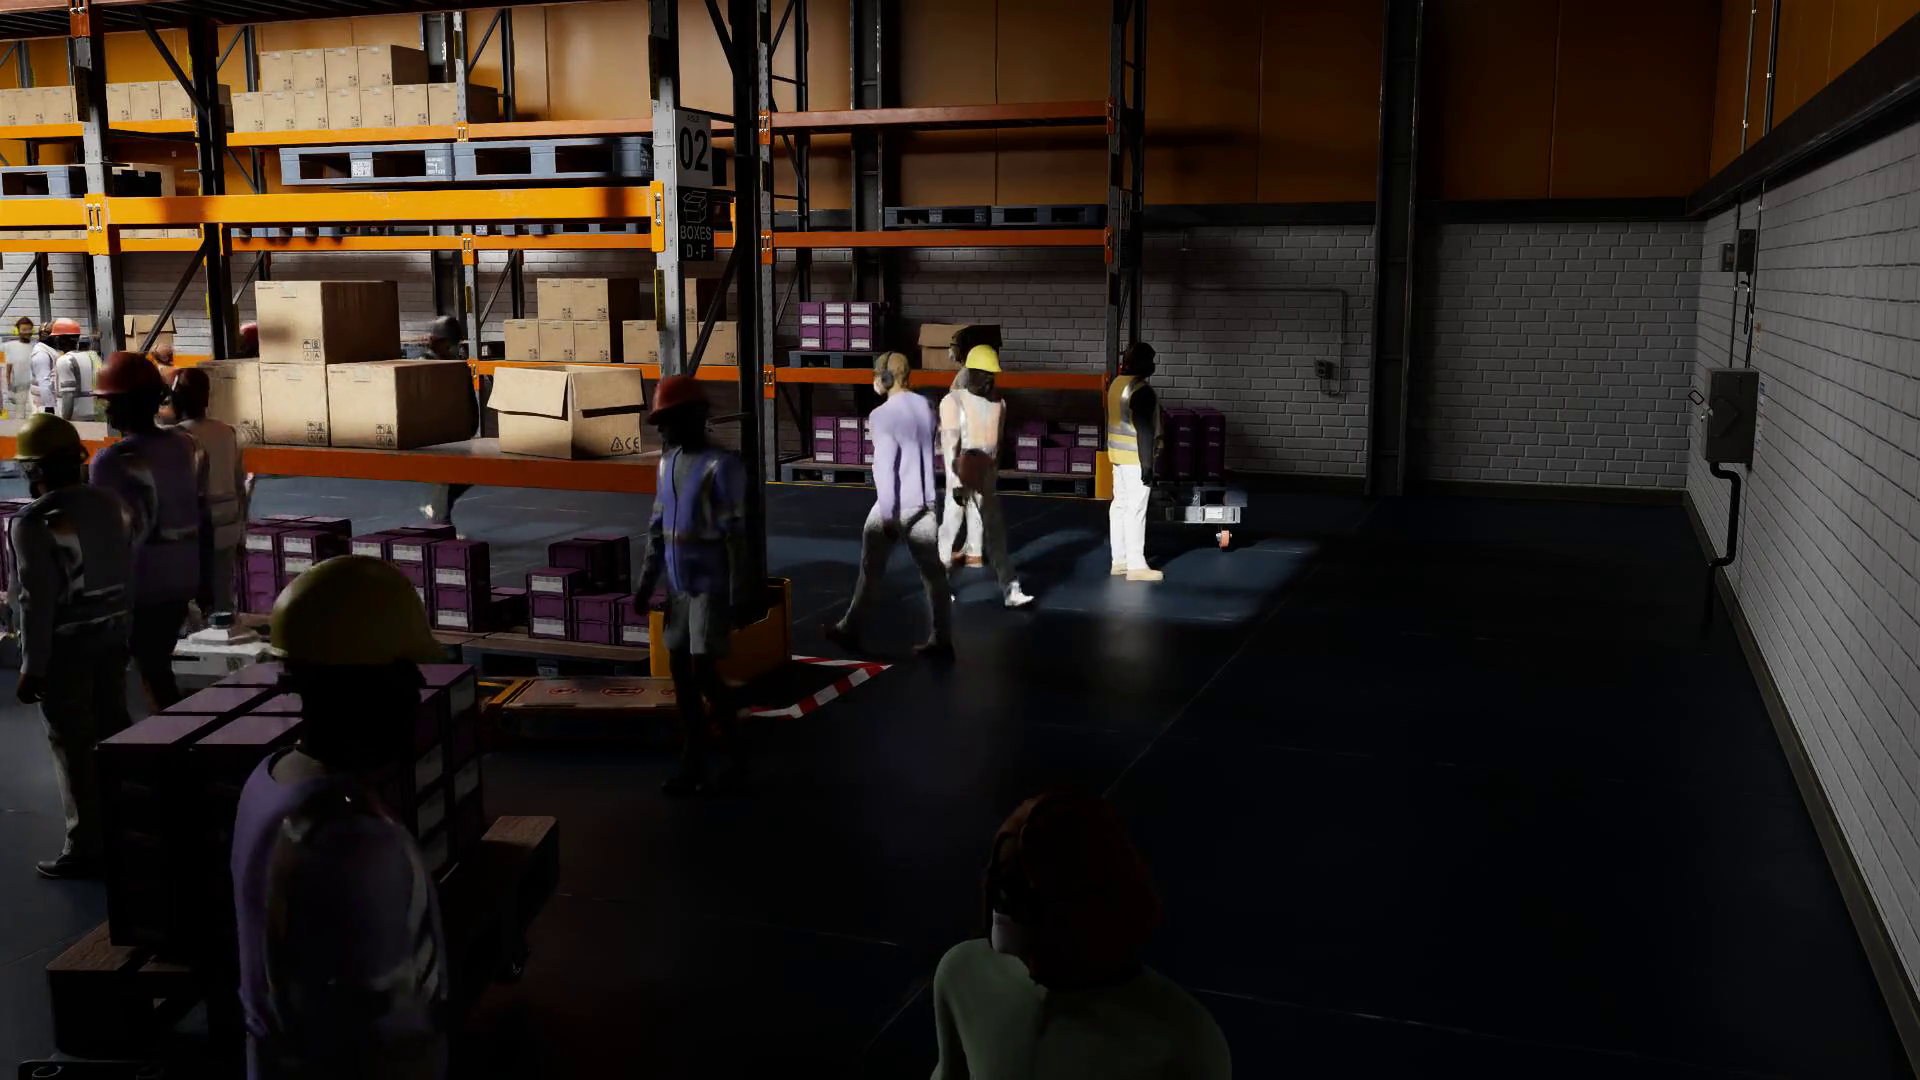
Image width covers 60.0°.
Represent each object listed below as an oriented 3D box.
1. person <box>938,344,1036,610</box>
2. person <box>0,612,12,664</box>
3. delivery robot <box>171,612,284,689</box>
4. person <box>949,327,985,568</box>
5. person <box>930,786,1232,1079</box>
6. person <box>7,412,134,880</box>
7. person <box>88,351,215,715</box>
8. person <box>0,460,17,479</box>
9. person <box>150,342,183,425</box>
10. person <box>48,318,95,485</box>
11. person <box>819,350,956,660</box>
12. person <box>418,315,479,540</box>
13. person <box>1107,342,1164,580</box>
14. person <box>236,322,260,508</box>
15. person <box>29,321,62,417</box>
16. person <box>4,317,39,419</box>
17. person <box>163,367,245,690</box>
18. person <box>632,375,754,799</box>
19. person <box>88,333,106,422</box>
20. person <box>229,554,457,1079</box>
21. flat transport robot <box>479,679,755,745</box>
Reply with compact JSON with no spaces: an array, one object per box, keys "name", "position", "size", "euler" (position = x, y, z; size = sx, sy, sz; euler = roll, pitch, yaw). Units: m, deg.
[{"name":"person","position":[0.108,-0.442,11.774],"size":[0.606,1.871,1.009],"euler":[-6,11,-35]},{"name":"person","position":[-6.085,-0.073,9.951],"size":[0.789,1.713,0.484],"euler":[5,10,26]},{"name":"delivery robot","position":[-3.923,0.628,8.871],"size":[0.707,0.478,0.477],"euler":[2,9,11]},{"name":"person","position":[0.062,-0.746,13.461],"size":[0.368,1.939,0.632],"euler":[1,9,5]},{"name":"person","position":[0.157,1.155,2.482],"size":[0.501,1.631,0.285],"euler":[6,11,33]},{"name":"person","position":[-3.484,0.413,6.528],"size":[0.403,1.827,0.599],"euler":[2,9,9]},{"name":"person","position":[-3.555,0.203,7.207],"size":[0.524,2.029,0.634],"euler":[2,9,12]},{"name":"person","position":[-11.392,-1.545,19.171],"size":[0.941,1.707,0.528],"euler":[-1,9,-4]},{"name":"person","position":[-8.728,-1.367,18.354],"size":[0.560,1.624,0.543],"euler":[3,10,20]},{"name":"person","position":[-8.776,-1.223,16.461],"size":[0.358,1.936,0.552],"euler":[-1,9,-3]},{"name":"person","position":[-0.429,-0.215,10.280],"size":[0.983,1.894,0.656],"euler":[7,11,37]},{"name":"person","position":[-4.513,-0.982,14.623],"size":[0.584,2.000,0.692],"euler":[4,10,21]},{"name":"person","position":[1.364,-0.614,12.935],"size":[0.430,1.844,0.624],"euler":[-3,9,-16]},{"name":"person","position":[-6.207,-0.903,14.404],"size":[0.639,1.947,0.594],"euler":[3,10,19]},{"name":"person","position":[-10.221,-1.540,18.762],"size":[0.430,1.841,0.624],"euler":[-3,10,-18]},{"name":"person","position":[-12.068,-1.971,21.486],"size":[0.512,1.839,0.887],"euler":[-7,11,-36]},{"name":"person","position":[-4.109,0.001,8.996],"size":[0.417,1.867,0.606],"euler":[4,10,24]},{"name":"person","position":[-1.225,0.209,7.558],"size":[0.589,1.903,0.438],"euler":[8,12,42]},{"name":"person","position":[-8.814,-1.284,17.292],"size":[0.655,1.783,0.982],"euler":[-9,13,-44]},{"name":"person","position":[-1.047,0.973,2.756],"size":[0.759,1.907,0.598],"euler":[-5,10,-28]},{"name":"flat transport robot","position":[-1.812,0.868,8.543],"size":[1.431,0.197,0.652],"euler":[0,9,1]}]
